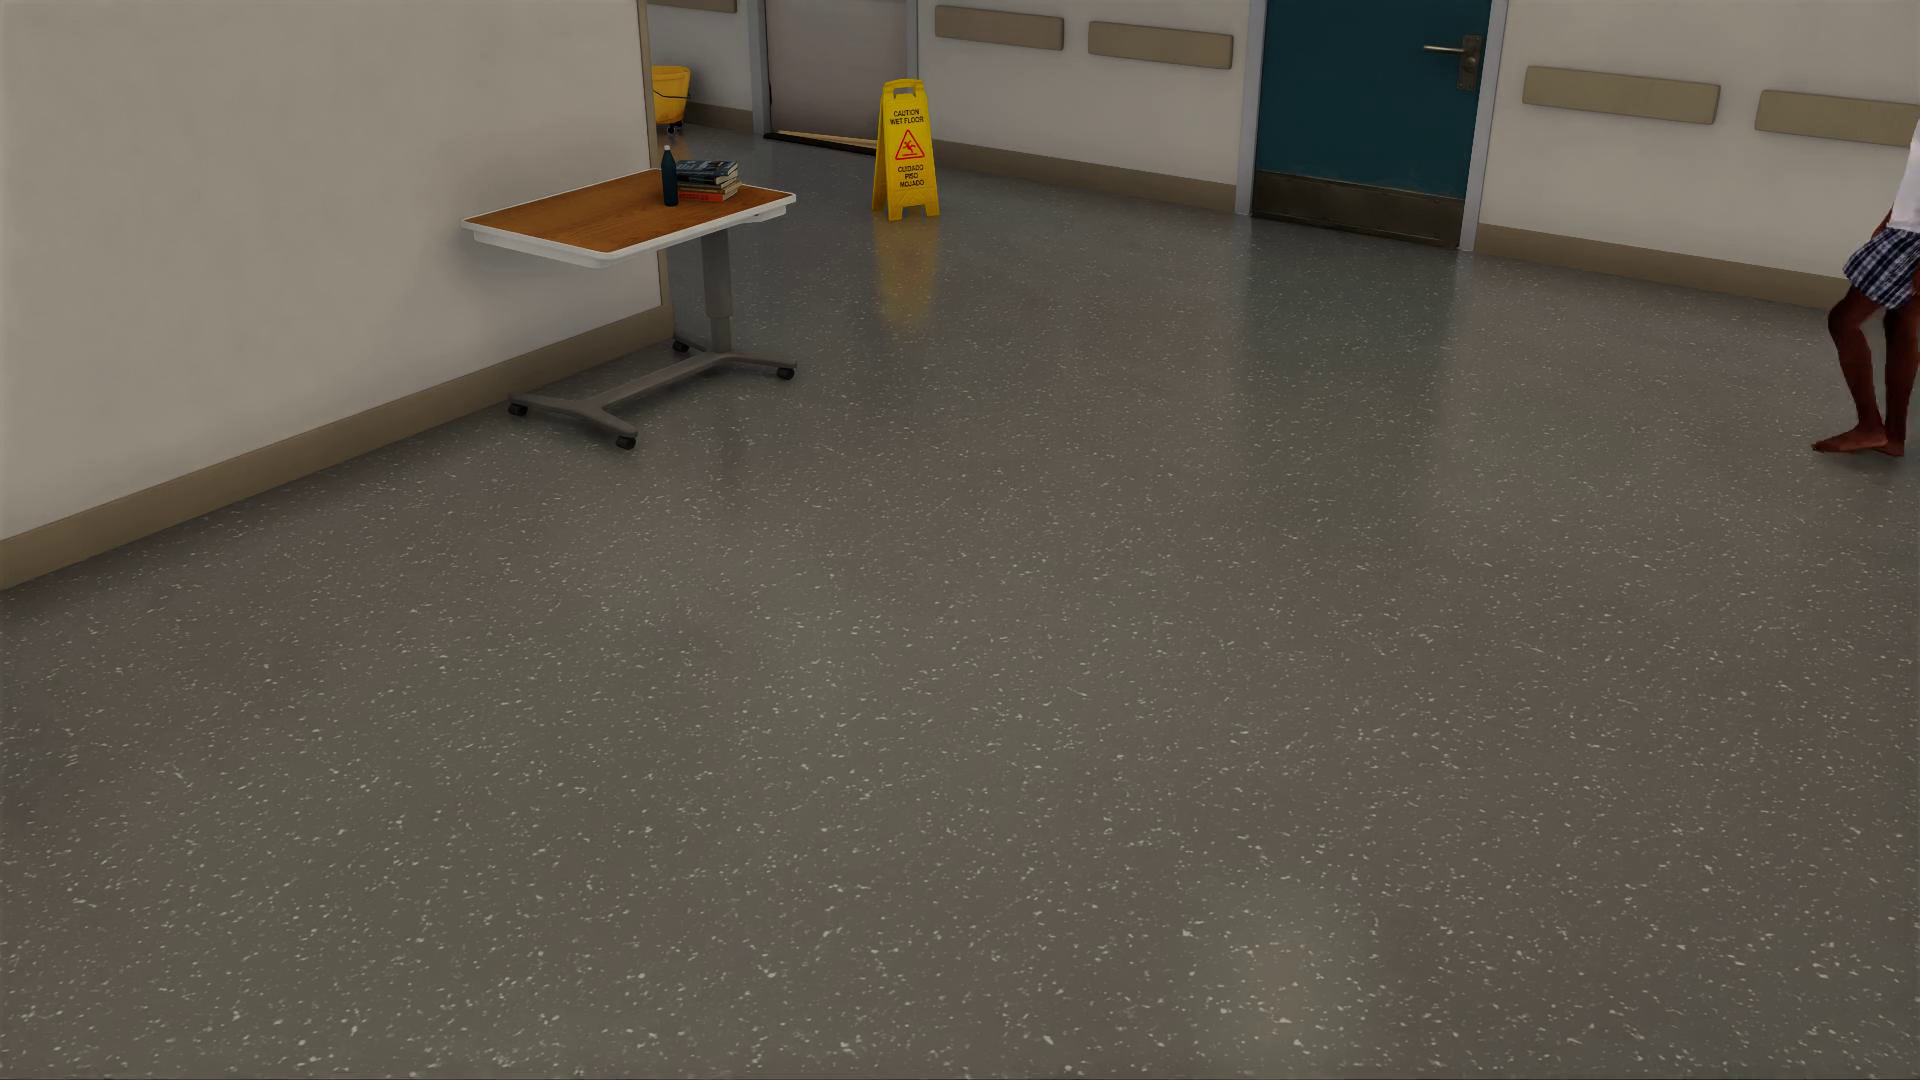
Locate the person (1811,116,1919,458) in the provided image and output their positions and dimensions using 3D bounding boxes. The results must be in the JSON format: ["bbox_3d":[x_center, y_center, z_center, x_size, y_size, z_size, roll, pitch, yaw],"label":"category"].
[{"bbox_3d":[3.557,-1.089,6.005,0.585,1.716,0.633,16,30,30],"label":"person"}]
